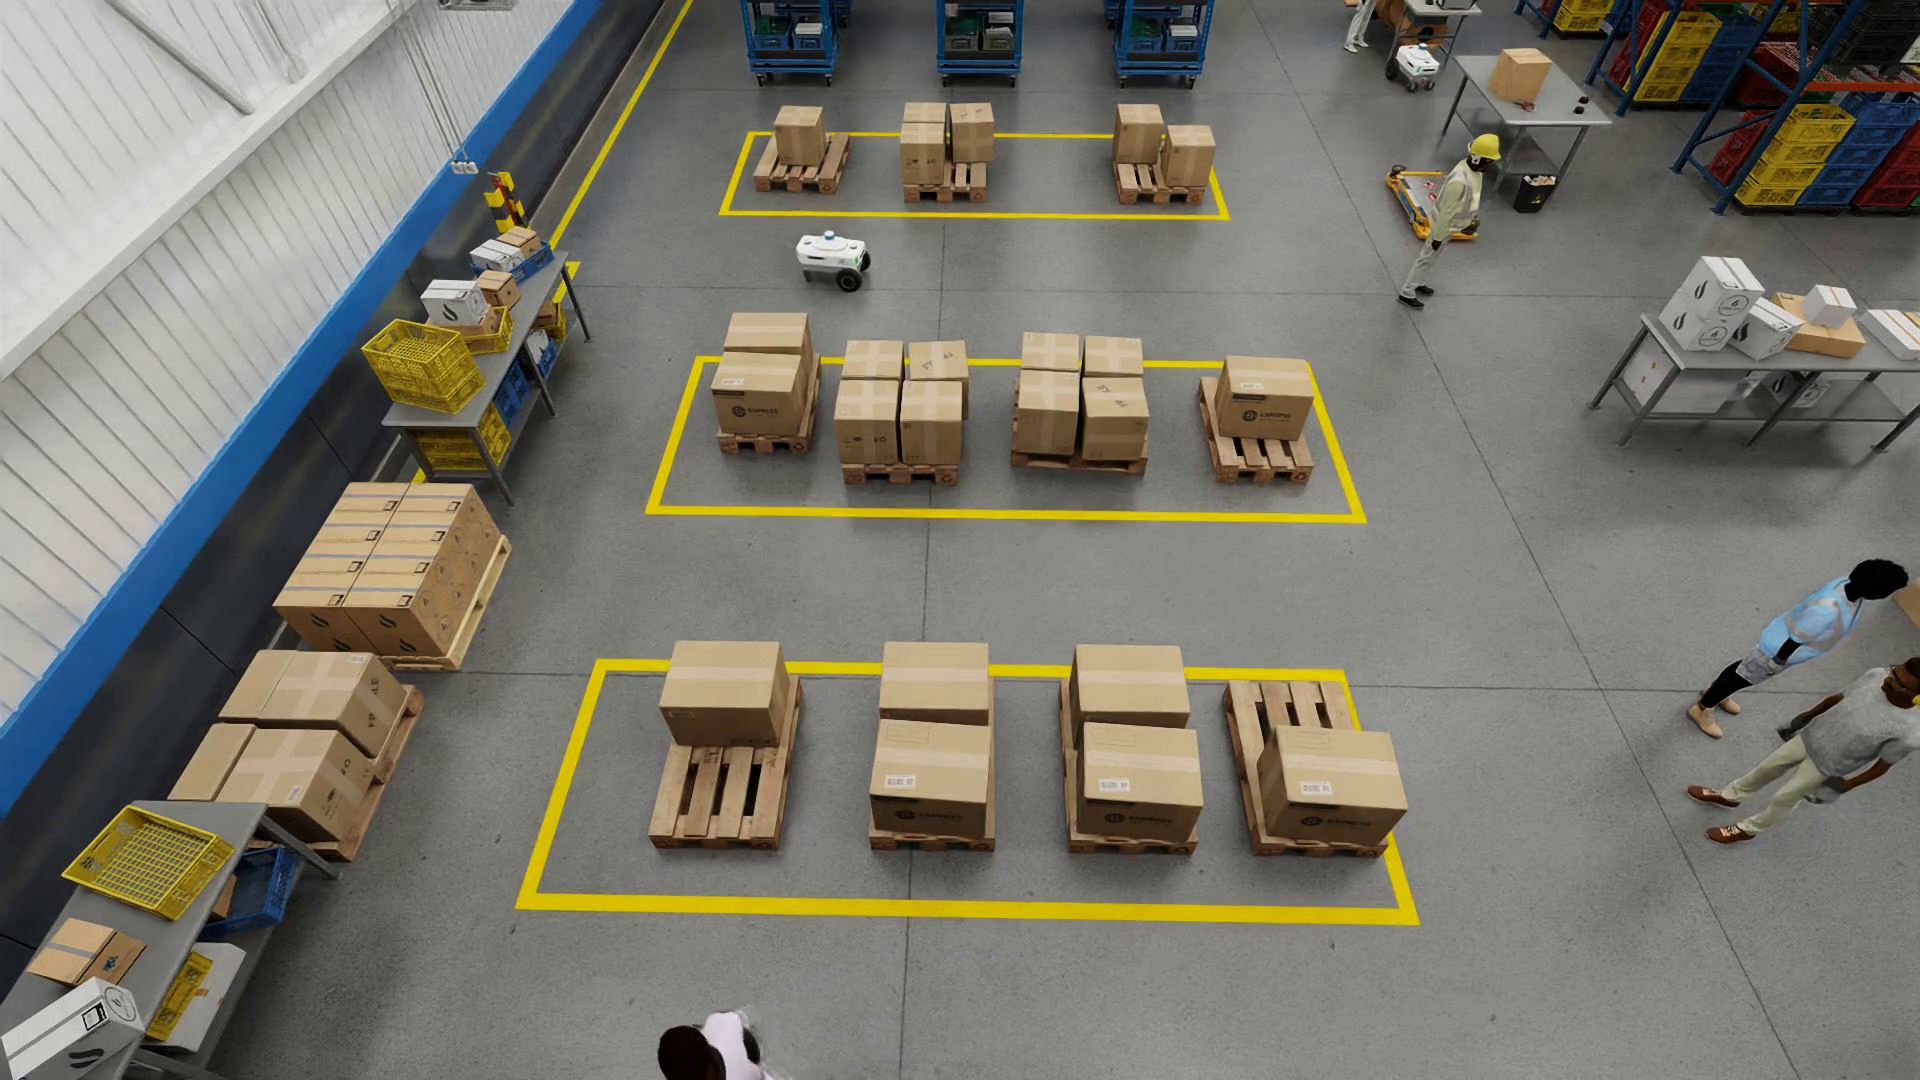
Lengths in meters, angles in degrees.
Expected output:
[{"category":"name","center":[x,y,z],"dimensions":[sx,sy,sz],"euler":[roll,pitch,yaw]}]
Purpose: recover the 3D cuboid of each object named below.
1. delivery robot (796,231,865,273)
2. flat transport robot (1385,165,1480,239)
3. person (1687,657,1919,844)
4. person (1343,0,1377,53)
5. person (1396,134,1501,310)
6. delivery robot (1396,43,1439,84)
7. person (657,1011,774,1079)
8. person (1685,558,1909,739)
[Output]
[{"category":"delivery robot","center":[-1.403,-3.119,9.969],"dimensions":[0.707,0.478,0.477],"euler":[8,50,6]},{"category":"flat transport robot","center":[5.692,-4.094,11.059],"dimensions":[0.652,0.197,1.431],"euler":[1,49,1]},{"category":"person","center":[5.039,1.258,5.380],"dimensions":[0.309,1.864,0.535],"euler":[6,49,5]},{"category":"person","center":[6.184,-8.227,13.742],"dimensions":[0.517,1.633,0.311],"euler":[-36,58,-27]},{"category":"person","center":[4.941,-3.199,9.264],"dimensions":[0.403,1.824,0.589],"euler":[30,56,24]},{"category":"delivery robot","center":[6.606,-6.902,13.243],"dimensions":[0.477,0.478,0.707],"euler":[-5,49,-5]},{"category":"person","center":[-1.022,2.612,4.195],"dimensions":[0.458,1.892,0.579],"euler":[-7,49,-6]},{"category":"person","center":[5.413,0.689,5.984],"dimensions":[0.532,1.693,0.319],"euler":[-30,55,-23]}]
